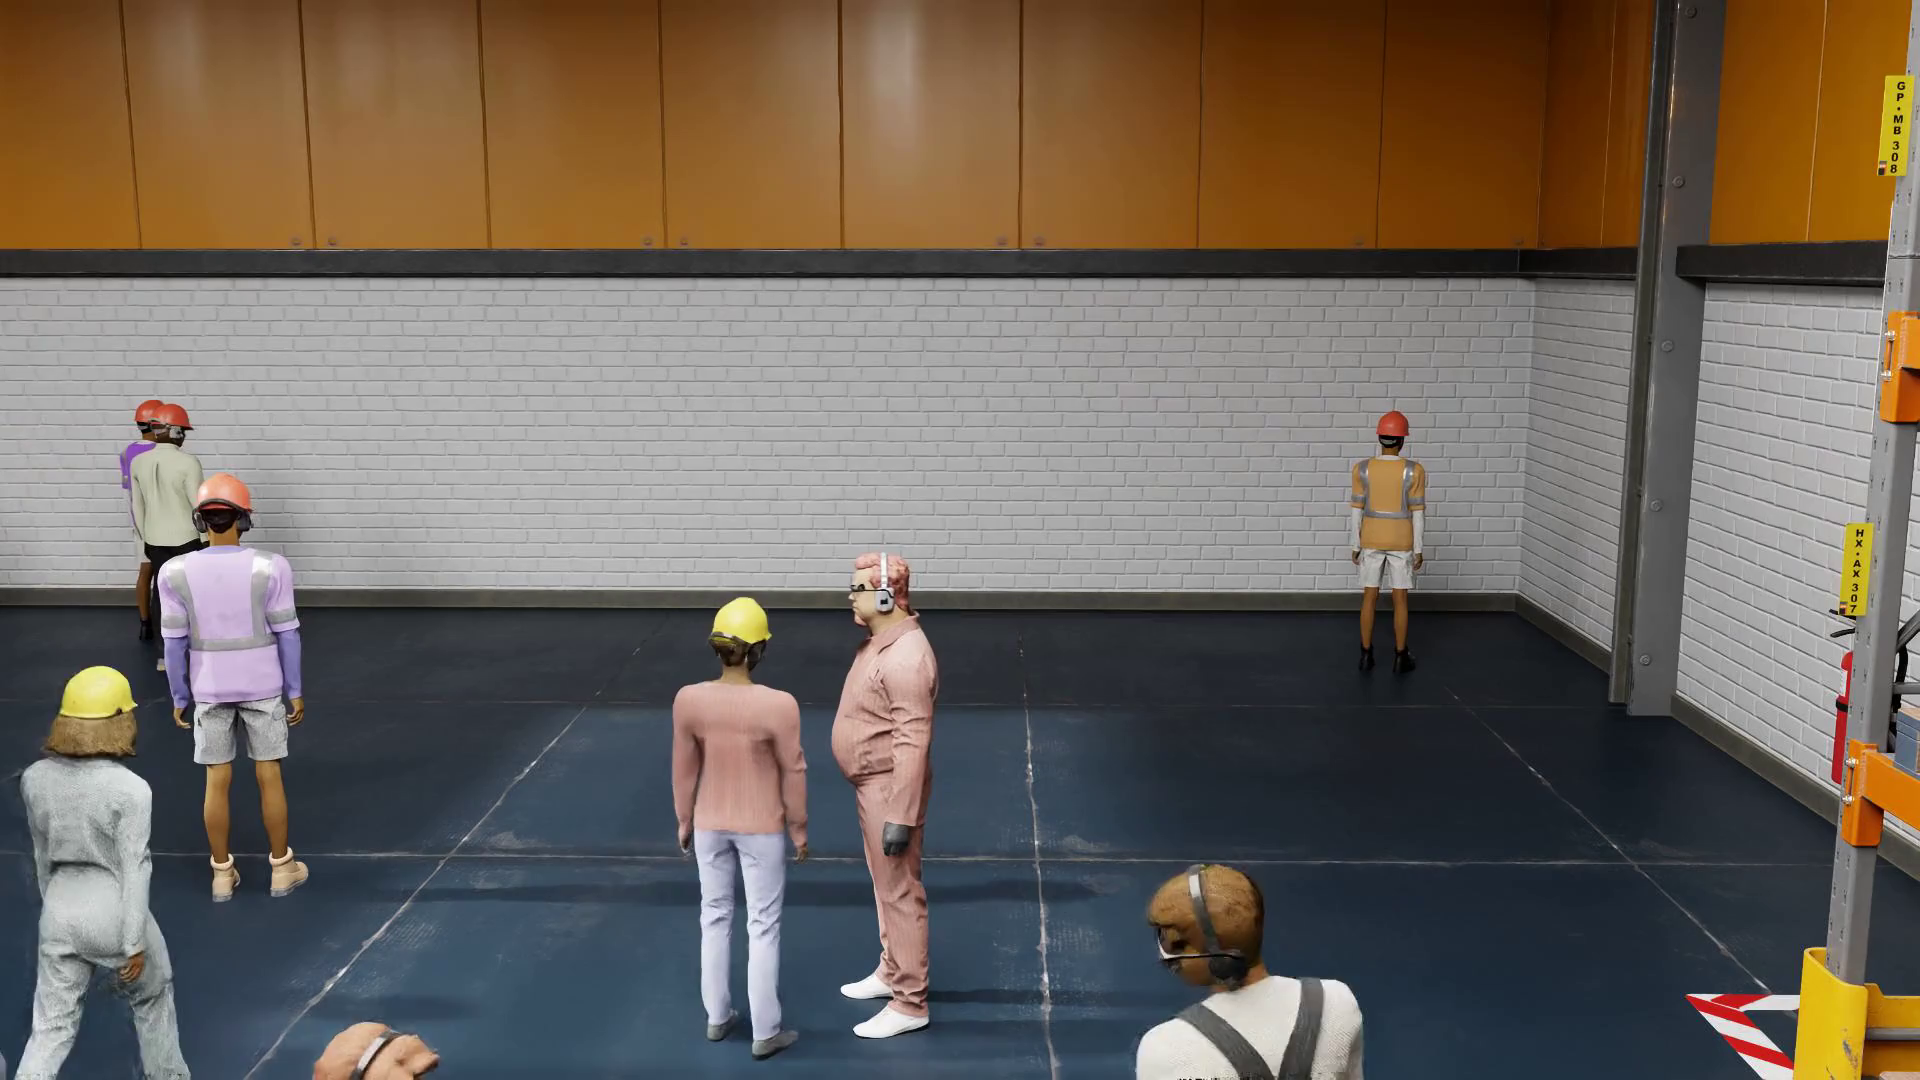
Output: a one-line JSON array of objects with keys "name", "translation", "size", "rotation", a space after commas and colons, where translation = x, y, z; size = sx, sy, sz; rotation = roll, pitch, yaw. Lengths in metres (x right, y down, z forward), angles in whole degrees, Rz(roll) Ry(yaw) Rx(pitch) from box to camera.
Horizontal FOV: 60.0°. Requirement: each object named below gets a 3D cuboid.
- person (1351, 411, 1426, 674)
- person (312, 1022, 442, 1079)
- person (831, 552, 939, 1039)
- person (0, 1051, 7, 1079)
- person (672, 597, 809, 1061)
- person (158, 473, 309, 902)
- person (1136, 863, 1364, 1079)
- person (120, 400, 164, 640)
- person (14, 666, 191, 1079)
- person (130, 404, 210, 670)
[{"name": "person", "translation": [3.156, 0.018, 12.272], "size": [0.542, 1.938, 0.358], "rotation": [4, 10, 24]}, {"name": "person", "translation": [-1.223, 1.692, 3.237], "size": [0.422, 1.610, 0.573], "rotation": [-7, 12, -36]}, {"name": "person", "translation": [-0.301, 0.989, 6.548], "size": [0.407, 1.906, 0.655], "rotation": [-2, 10, -10]}, {"name": "person", "translation": [-2.428, 1.588, 3.879], "size": [0.503, 1.613, 0.655], "rotation": [7, 12, 35]}, {"name": "person", "translation": [-0.832, 1.089, 6.387], "size": [0.533, 1.767, 0.334], "rotation": [3, 10, 16]}, {"name": "person", "translation": [-3.428, 0.700, 7.893], "size": [0.605, 2.038, 0.387], "rotation": [-2, 10, -11]}, {"name": "person", "translation": [0.637, 1.539, 3.590], "size": [0.612, 1.800, 0.425], "rotation": [-2, 10, -14]}, {"name": "person", "translation": [-6.403, -0.151, 13.287], "size": [0.548, 1.936, 0.378], "rotation": [5, 10, 25]}, {"name": "person", "translation": [-2.884, 1.268, 5.474], "size": [0.487, 1.701, 0.866], "rotation": [1, 10, 8]}, {"name": "person", "translation": [-5.793, -0.012, 12.312], "size": [0.610, 1.985, 0.393], "rotation": [2, 10, 13]}]
